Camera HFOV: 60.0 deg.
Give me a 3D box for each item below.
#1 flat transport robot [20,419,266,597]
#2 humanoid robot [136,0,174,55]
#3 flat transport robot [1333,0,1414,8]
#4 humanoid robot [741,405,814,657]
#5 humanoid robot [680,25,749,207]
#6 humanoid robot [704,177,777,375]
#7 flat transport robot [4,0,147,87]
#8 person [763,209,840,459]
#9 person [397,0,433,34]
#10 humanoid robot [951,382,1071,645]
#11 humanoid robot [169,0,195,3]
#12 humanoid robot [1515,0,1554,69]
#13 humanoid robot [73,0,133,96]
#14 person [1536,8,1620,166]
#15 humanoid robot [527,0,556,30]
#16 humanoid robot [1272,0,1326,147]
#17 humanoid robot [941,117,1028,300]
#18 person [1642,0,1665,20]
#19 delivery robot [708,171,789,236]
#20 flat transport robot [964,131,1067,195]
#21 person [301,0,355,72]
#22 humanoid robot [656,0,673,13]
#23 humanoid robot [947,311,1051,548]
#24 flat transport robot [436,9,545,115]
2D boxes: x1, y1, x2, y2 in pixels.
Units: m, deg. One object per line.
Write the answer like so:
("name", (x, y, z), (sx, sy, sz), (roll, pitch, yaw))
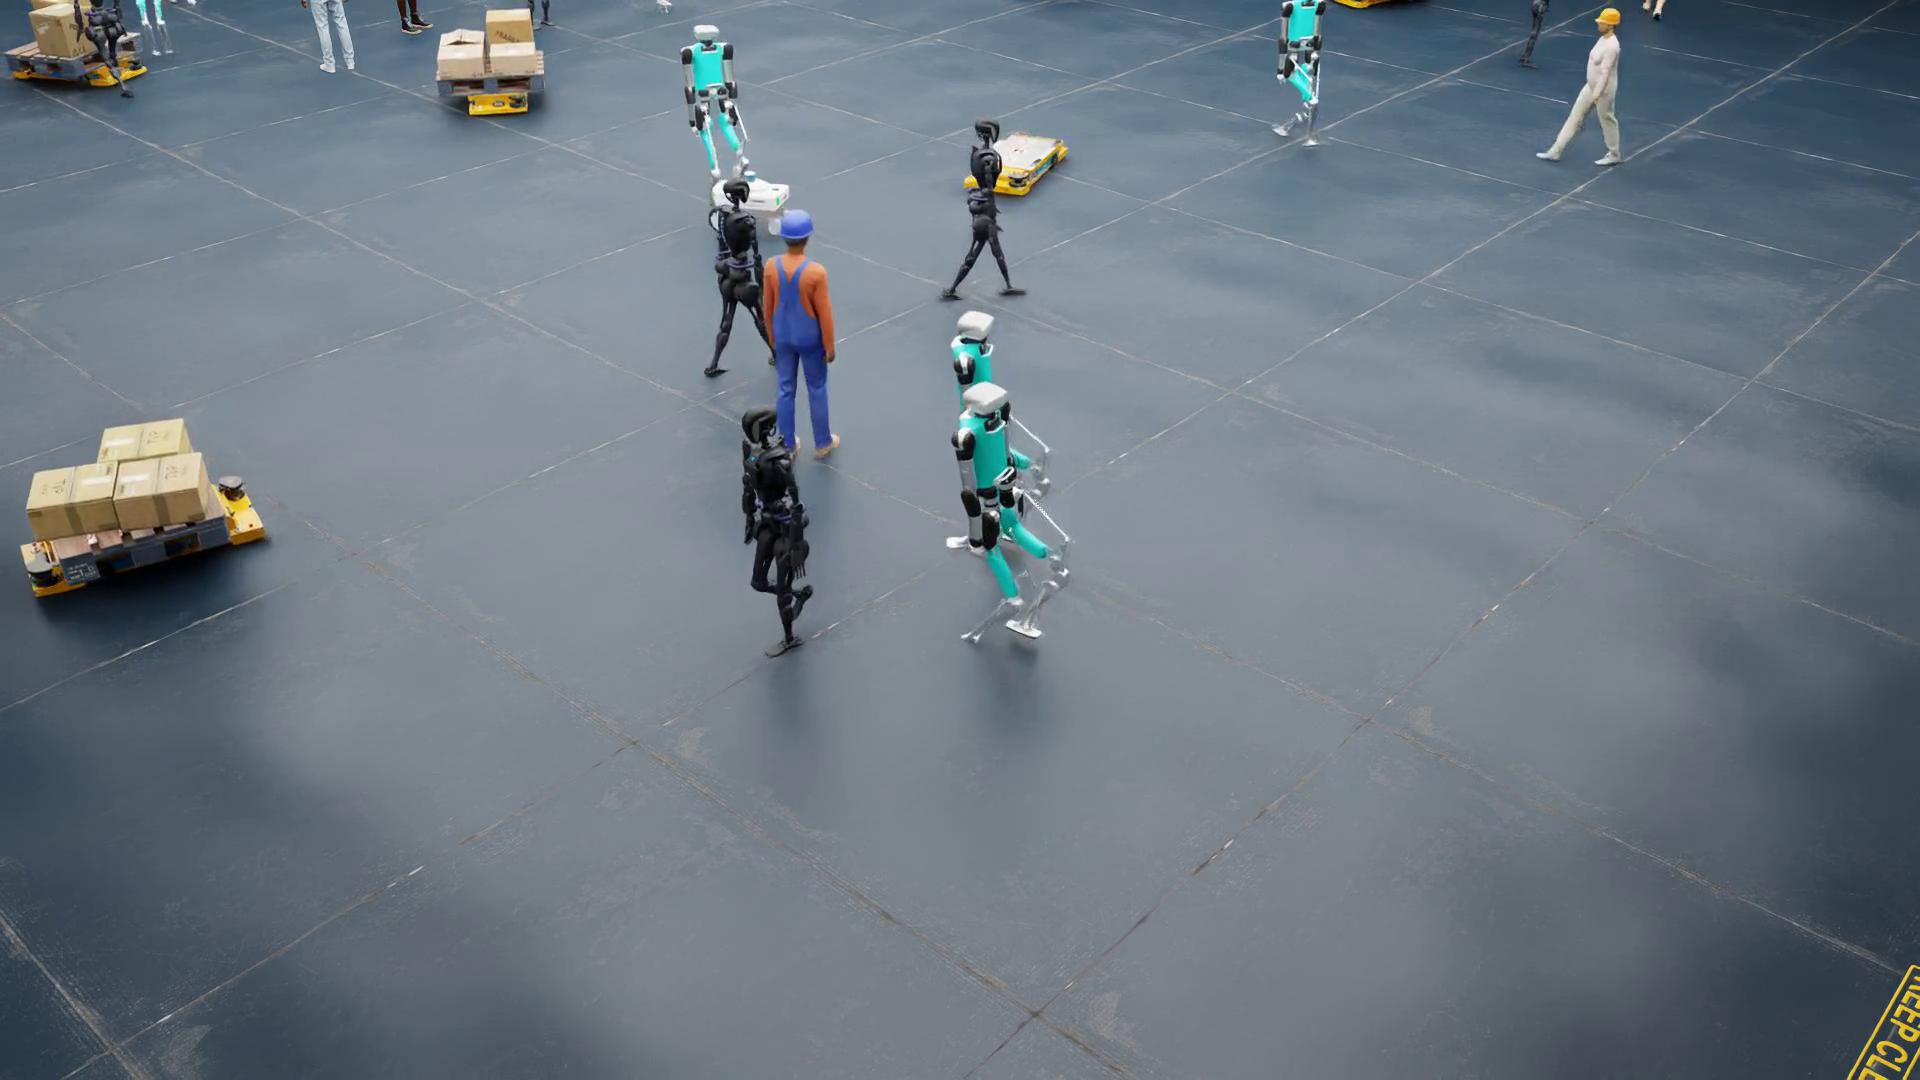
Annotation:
("flat transport robot", (-5.509, -0.033, 11.207), (1.431, 0.231, 0.659), (-19, 36, -27))
("humanoid robot", (-10.322, -7.009, 21.060), (0.542, 1.787, 0.692), (-11, 33, -17))
("flat transport robot", (6.019, -7.851, 23.797), (1.431, 0.231, 0.659), (-16, 35, -24))
("humanoid robot", (-1.038, -0.077, 9.953), (0.462, 1.644, 0.611), (-24, 39, -33))
("humanoid robot", (-2.343, -4.084, 16.352), (0.547, 1.777, 0.853), (-16, 35, -23))
("humanoid robot", (-1.750, -2.124, 13.286), (0.777, 1.629, 0.606), (-23, 39, -32))
("flat transport robot", (-10.882, -5.825, 20.534), (1.431, 0.231, 0.659), (9, 33, 14))
("person", (-1.144, -1.465, 11.970), (0.531, 1.911, 0.394), (8, 33, 13))
("person", (-7.355, -7.736, 22.003), (0.361, 1.963, 0.612), (8, 33, 13))
("humanoid robot", (0.326, -0.066, 9.882), (0.890, 1.774, 0.559), (16, 35, 24))
("humanoid robot", (-11.157, -8.379, 23.267), (0.544, 1.803, 0.720), (-21, 37, -30))
("humanoid robot", (7.231, -6.732, 20.671), (0.357, 1.660, 0.612), (10, 33, 16))
("humanoid robot", (-10.207, -6.124, 19.744), (0.803, 1.632, 0.585), (22, 38, 31))
("person", (6.684, -4.754, 17.493), (0.875, 1.643, 0.494), (0, 32, 0))
("humanoid robot", (-5.677, -7.679, 22.185), (0.332, 1.658, 0.600), (24, 39, 33))
("humanoid robot", (3.776, -5.047, 17.940), (0.549, 1.767, 1.043), (-14, 34, -21))
("humanoid robot", (0.217, -2.873, 14.493), (0.795, 1.622, 0.599), (-2, 32, -4))
("person", (9.642, -8.086, 22.697), (0.522, 1.831, 0.947), (11, 33, 17))
("delivery robot", (-2.055, -3.275, 16.173), (0.796, 0.612, 0.499), (7, 33, 11))
("flat transport robot", (0.600, -3.985, 17.571), (0.659, 0.231, 1.431), (12, 34, 18))
("person", (-7.814, -6.737, 20.437), (0.595, 1.921, 0.382), (-21, 38, -30))
("humanoid robot", (-4.197, -8.169, 22.965), (0.746, 1.838, 0.539), (10, 33, 15))
("humanoid robot", (0.307, -0.626, 10.790), (0.808, 1.786, 0.561), (6, 32, 9))
("flat transport robot", (-5.530, -5.351, 19.770), (0.659, 0.231, 1.431), (-6, 32, -10))
